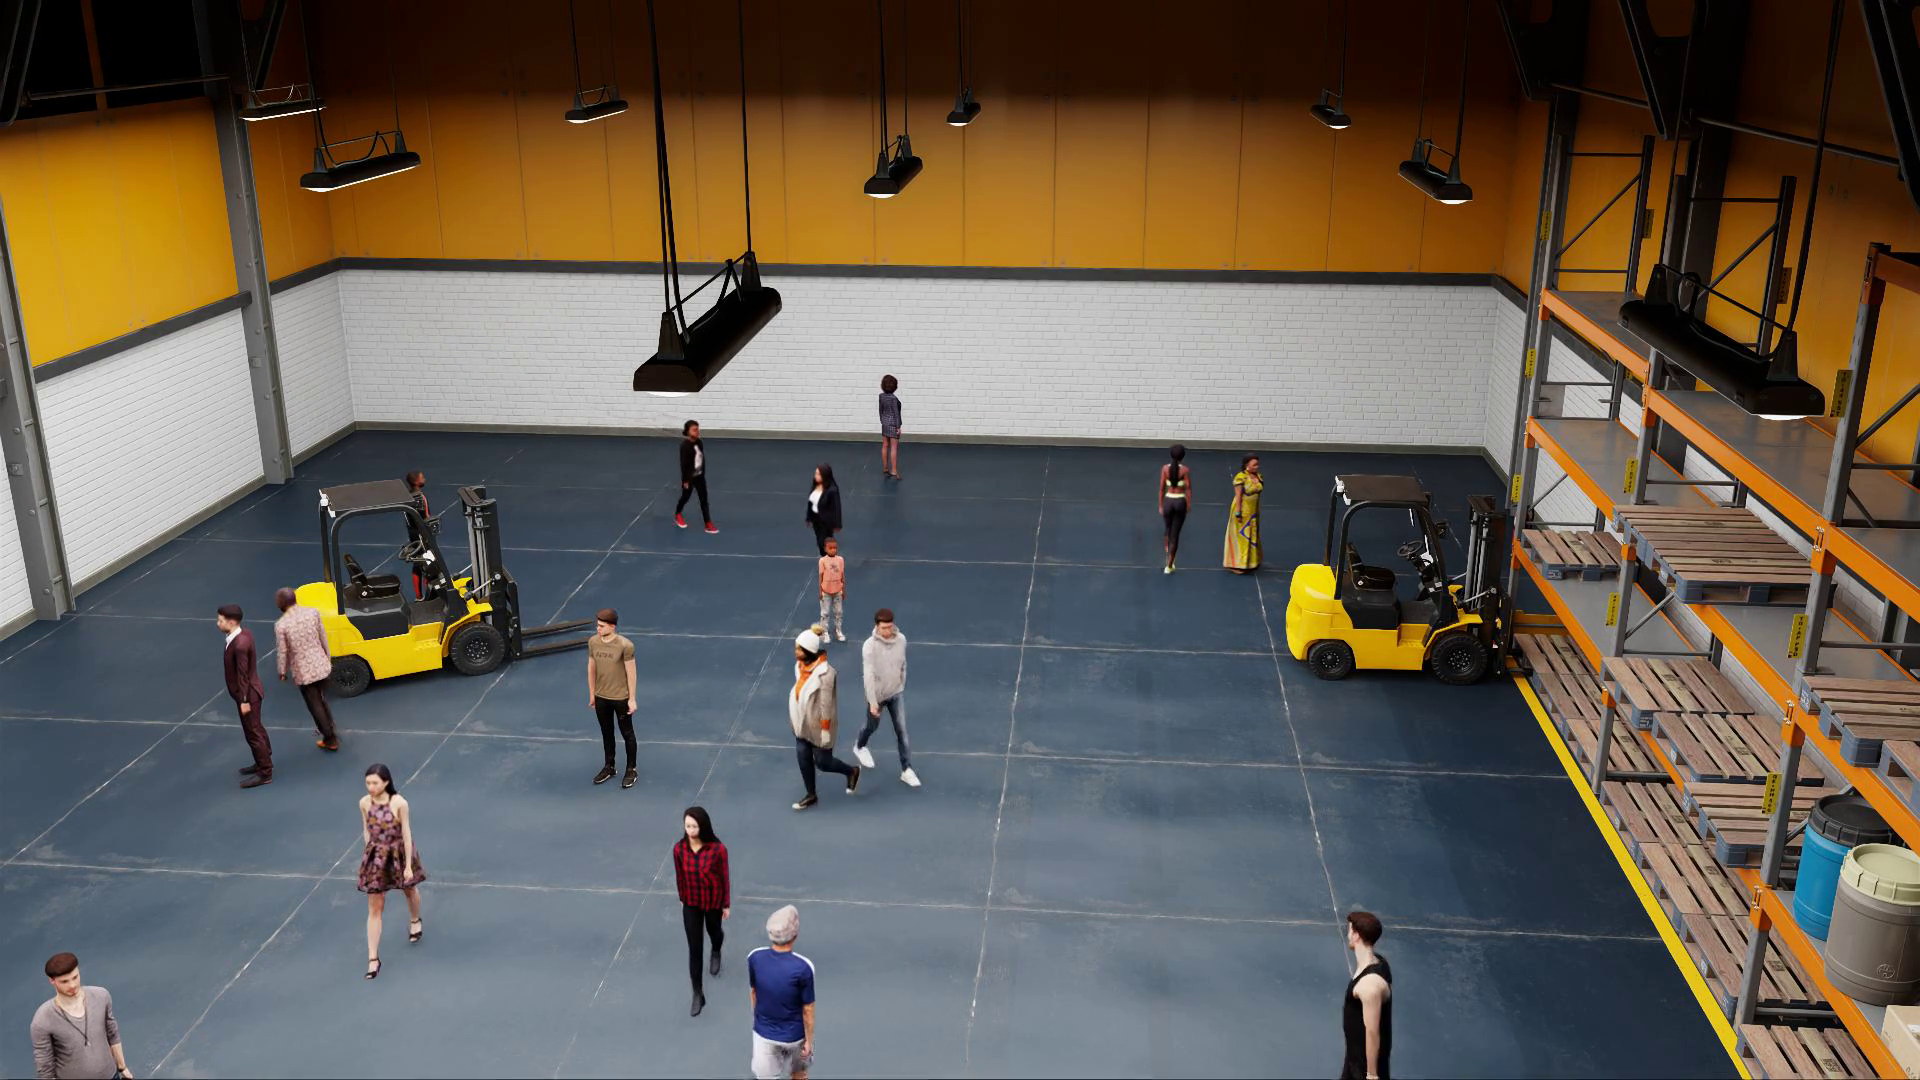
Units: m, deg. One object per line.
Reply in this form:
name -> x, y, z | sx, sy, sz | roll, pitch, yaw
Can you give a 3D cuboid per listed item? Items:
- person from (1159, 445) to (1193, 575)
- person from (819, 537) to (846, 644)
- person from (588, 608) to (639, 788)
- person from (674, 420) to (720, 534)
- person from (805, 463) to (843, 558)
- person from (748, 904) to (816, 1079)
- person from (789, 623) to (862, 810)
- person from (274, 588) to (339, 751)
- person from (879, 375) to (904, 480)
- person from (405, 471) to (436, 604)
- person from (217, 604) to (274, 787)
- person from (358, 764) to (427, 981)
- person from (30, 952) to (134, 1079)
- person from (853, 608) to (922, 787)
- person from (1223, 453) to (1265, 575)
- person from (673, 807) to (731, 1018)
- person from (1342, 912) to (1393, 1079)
person -> 2.861, -0.386, 22.306 | 0.746, 1.725, 1.017 | 7, 20, 21
person -> -1.558, 0.588, 20.067 | 0.527, 1.308, 0.550 | -5, 19, -13
person -> -3.412, 1.531, 16.418 | 0.712, 1.849, 0.638 | 6, 19, 17
person -> -3.914, -0.914, 24.011 | 1.084, 1.638, 1.126 | 15, 24, 38
person -> -1.752, -0.273, 22.159 | 0.769, 1.604, 0.811 | 16, 24, 39
person -> -1.225, 3.333, 11.125 | 0.683, 1.814, 1.068 | 4, 19, 10
person -> -1.300, 1.684, 15.923 | 1.078, 1.875, 1.007 | -16, 24, -40
person -> -6.638, 1.350, 17.067 | 0.916, 1.779, 0.827 | 13, 23, 34
person -> -1.115, -1.808, 26.571 | 0.753, 1.698, 0.698 | -16, 24, -39
person -> -6.826, -0.007, 21.049 | 0.699, 1.808, 0.731 | 16, 24, 40
person -> -7.056, 1.507, 16.472 | 0.820, 1.860, 0.689 | -8, 20, -21
person -> -4.555, 2.589, 13.473 | 0.667, 1.724, 1.148 | 0, 19, 1
person -> -5.564, 3.466, 10.588 | 0.845, 1.903, 0.716 | 13, 23, 34
person -> -0.811, 1.509, 16.543 | 1.153, 1.811, 1.318 | -12, 22, -31
person -> 3.855, -0.385, 22.409 | 0.989, 1.657, 1.057 | -16, 24, -39
person -> -1.980, 2.799, 13.022 | 0.632, 1.613, 1.053 | 1, 19, 2
person -> 2.717, 3.377, 10.932 | 0.854, 1.852, 0.643 | -1, 19, -2
